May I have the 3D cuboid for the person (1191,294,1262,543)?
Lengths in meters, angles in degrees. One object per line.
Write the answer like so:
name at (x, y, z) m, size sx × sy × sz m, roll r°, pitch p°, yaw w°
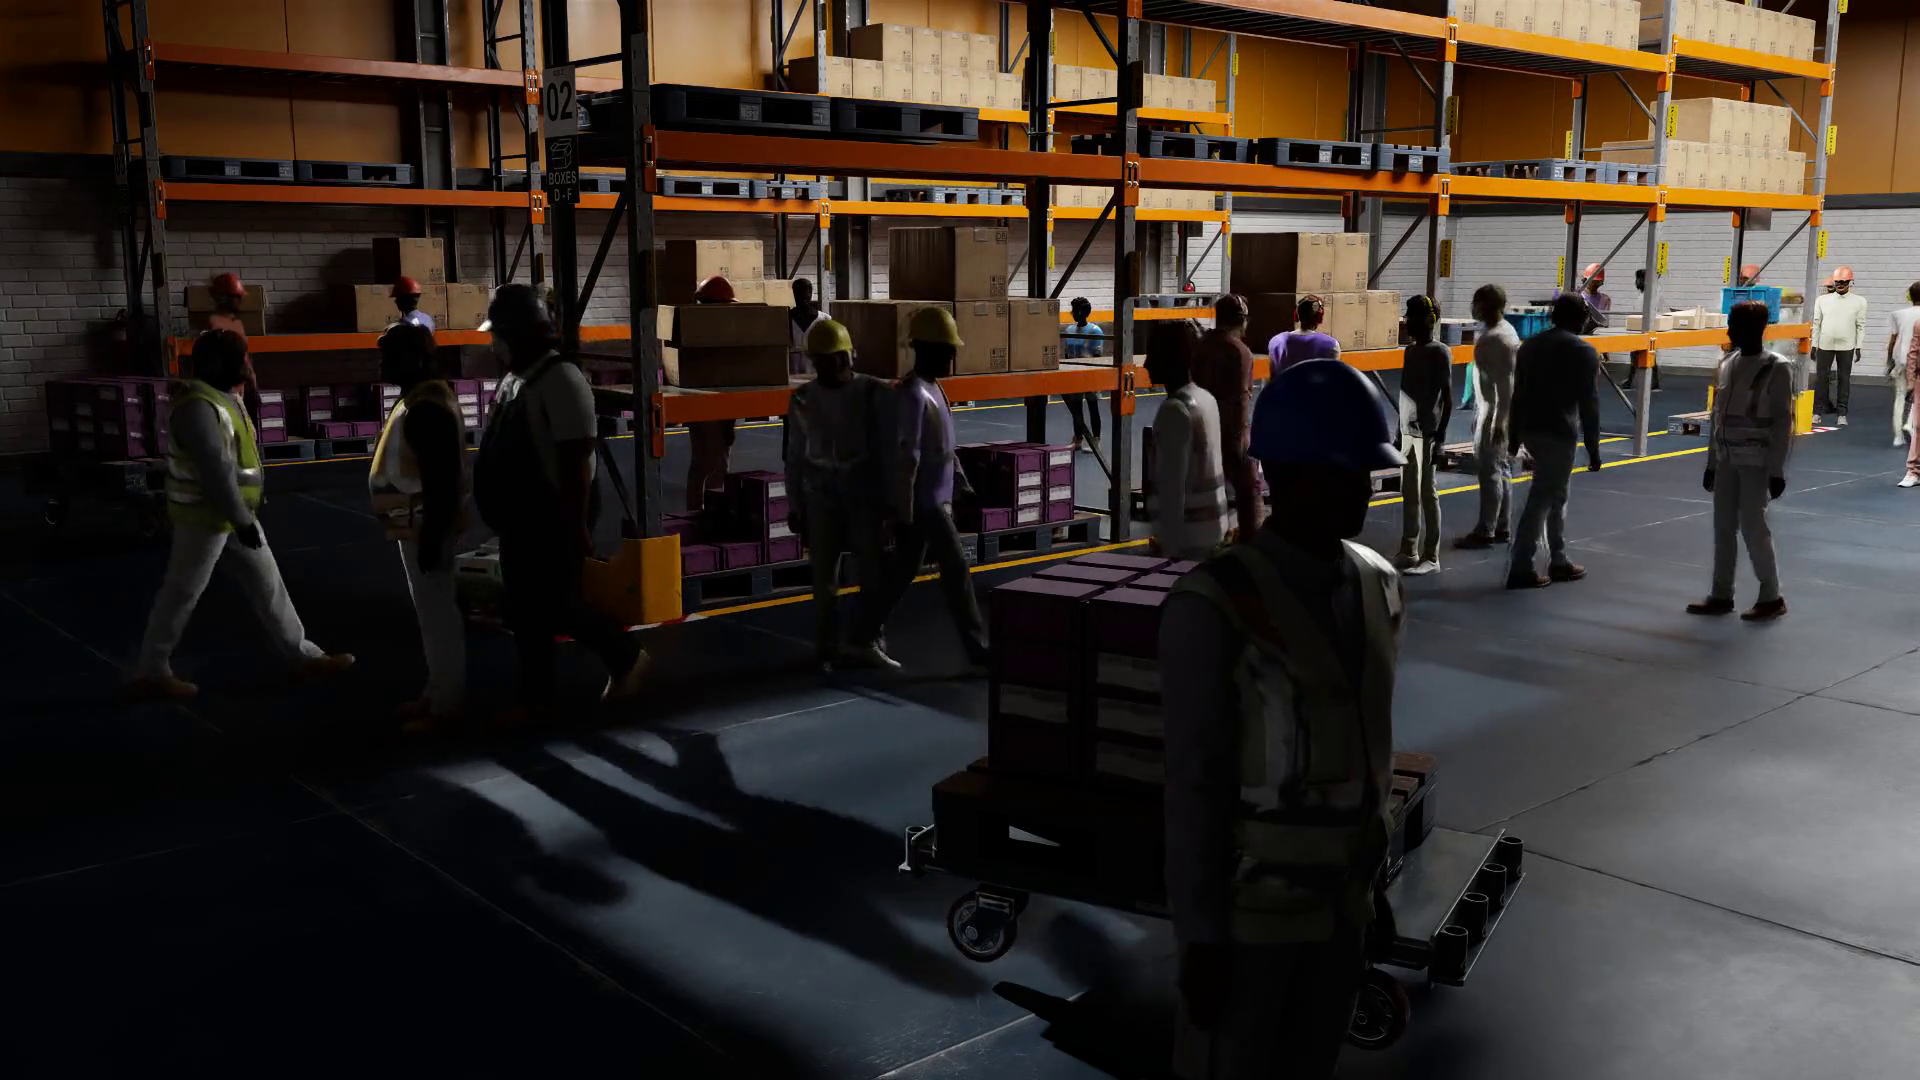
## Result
person at (1.788, -0.668, 10.942) m, size 0.856 × 1.869 × 0.656 m, roll -6°, pitch 11°, yaw -30°

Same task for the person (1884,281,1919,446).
person at (10.616, -1.961, 18.588) m, size 0.524 × 1.857 × 0.425 m, roll 8°, pitch 13°, yaw 41°

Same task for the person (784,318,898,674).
person at (-0.603, -0.228, 8.540) m, size 0.623 × 1.814 × 0.529 m, roll 2°, pitch 10°, yaw 12°

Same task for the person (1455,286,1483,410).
person at (7.302, -2.662, 23.078) m, size 0.900 × 1.725 × 0.532 m, roll -7°, pitch 12°, yaw -37°

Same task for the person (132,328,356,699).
person at (-3.538, -0.116, 7.987) m, size 1.011 × 1.784 × 0.619 m, roll -1°, pitch 10°, yaw -6°

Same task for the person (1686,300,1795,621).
person at (4.624, -0.454, 9.735) m, size 0.492 × 1.881 × 0.635 m, roll -2°, pitch 10°, yaw -13°

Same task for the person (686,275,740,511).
person at (-1.756, -0.893, 11.930) m, size 0.402 × 1.986 × 0.609 m, roll -7°, pitch 12°, yaw -37°

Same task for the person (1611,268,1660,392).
person at (10.612, -3.276, 26.051) m, size 0.904 × 1.923 × 0.616 m, roll 1°, pitch 10°, yaw 8°

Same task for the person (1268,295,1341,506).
person at (2.568, -0.914, 12.491) m, size 0.561 × 1.836 × 0.379 m, roll 6°, pitch 11°, yaw 31°

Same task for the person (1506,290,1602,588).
person at (3.857, -0.634, 10.651) m, size 0.801 × 1.899 × 0.673 m, roll -4°, pitch 10°, yaw -21°

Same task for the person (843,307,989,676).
person at (-0.167, -0.237, 8.420) m, size 0.960 × 1.880 × 0.599 m, roll 1°, pitch 10°, yaw 3°

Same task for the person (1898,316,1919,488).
person at (8.936, -1.401, 15.131) m, size 0.637 × 1.911 × 0.403 m, roll 9°, pitch 13°, yaw 42°

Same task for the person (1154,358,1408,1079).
person at (0.599, 0.644, 3.036) m, size 0.605 × 1.949 × 0.401 m, roll -8°, pitch 13°, yaw -40°

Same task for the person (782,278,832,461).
person at (-1.490, -1.525, 15.827) m, size 0.593 × 1.920 × 0.391 m, roll -2°, pitch 10°, yaw -9°

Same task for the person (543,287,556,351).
person at (-4.229, -1.750, 17.461) m, size 0.596 × 1.816 × 0.429 m, roll 7°, pitch 12°, yaw 35°

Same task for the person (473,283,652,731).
person at (-1.818, -0.153, 7.433) m, size 0.704 × 2.000 × 0.708 m, roll -8°, pitch 12°, yaw -39°

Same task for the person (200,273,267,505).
person at (-6.107, -1.261, 14.105) m, size 0.649 × 1.971 × 0.643 m, roll -1°, pitch 10°, yaw -4°

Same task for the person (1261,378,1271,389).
person at (3.552, -1.997, 18.526) m, size 0.627 × 1.941 × 0.372 m, roll 6°, pitch 11°, yaw 31°

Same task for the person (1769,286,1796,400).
person at (11.099, -2.578, 22.558) m, size 0.441 × 1.717 × 0.507 m, roll 3°, pitch 10°, yaw 19°

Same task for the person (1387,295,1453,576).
person at (3.062, -0.697, 11.122) m, size 0.316 × 1.870 × 0.531 m, roll -3°, pitch 10°, yaw -19°

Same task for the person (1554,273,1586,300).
person at (10.684, -3.818, 29.194) m, size 0.552 × 1.935 × 0.367 m, roll 4°, pitch 11°, yaw 24°

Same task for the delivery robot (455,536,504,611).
delivery robot at (-2.642, 0.145, 9.763) m, size 0.477 × 0.478 × 0.707 m, roll 3°, pitch 10°, yaw 20°

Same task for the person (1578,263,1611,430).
person at (7.695, -2.360, 20.379) m, size 0.605 × 2.034 × 0.392 m, roll -2°, pitch 10°, yaw -14°

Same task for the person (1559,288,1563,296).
person at (8.138, -2.598, 22.660) m, size 0.726 × 1.736 × 0.525 m, roll -6°, pitch 11°, yaw -32°

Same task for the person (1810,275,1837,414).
person at (11.576, -2.606, 22.236) m, size 0.842 × 1.903 × 0.557 m, roll -6°, pitch 11°, yaw -29°

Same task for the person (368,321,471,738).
person at (-2.397, -0.048, 7.408) m, size 0.429 × 1.839 × 0.633 m, roll -4°, pitch 10°, yaw -21°

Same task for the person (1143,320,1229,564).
person at (1.062, -0.017, 7.193) m, size 0.770 × 1.864 × 0.595 m, roll 4°, pitch 11°, yaw 23°

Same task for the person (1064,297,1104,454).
person at (1.334, -1.781, 17.997) m, size 0.323 × 1.690 × 0.533 m, roll -9°, pitch 14°, yaw -44°

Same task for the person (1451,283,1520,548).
person at (3.856, -0.898, 12.155) m, size 0.494 × 1.926 × 0.645 m, roll 2°, pitch 10°, yaw 11°

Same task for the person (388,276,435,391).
person at (-5.128, -1.493, 15.593) m, size 0.378 × 1.932 × 0.551 m, roll 1°, pitch 10°, yaw 5°

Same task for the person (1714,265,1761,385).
person at (10.908, -2.854, 23.362) m, size 0.758 × 1.998 × 0.559 m, roll -6°, pitch 11°, yaw -31°

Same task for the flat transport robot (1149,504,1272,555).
flat transport robot at (2.096, -0.075, 12.154) m, size 1.431 × 0.197 × 0.652 m, roll -9°, pitch 13°, yaw -42°

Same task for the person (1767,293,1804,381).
person at (11.349, -2.574, 22.803) m, size 0.532 × 1.619 × 0.364 m, roll 2°, pitch 10°, yaw 9°

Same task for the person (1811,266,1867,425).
person at (11.076, -2.450, 21.017) m, size 0.611 × 1.995 × 0.375 m, roll 6°, pitch 11°, yaw 30°
